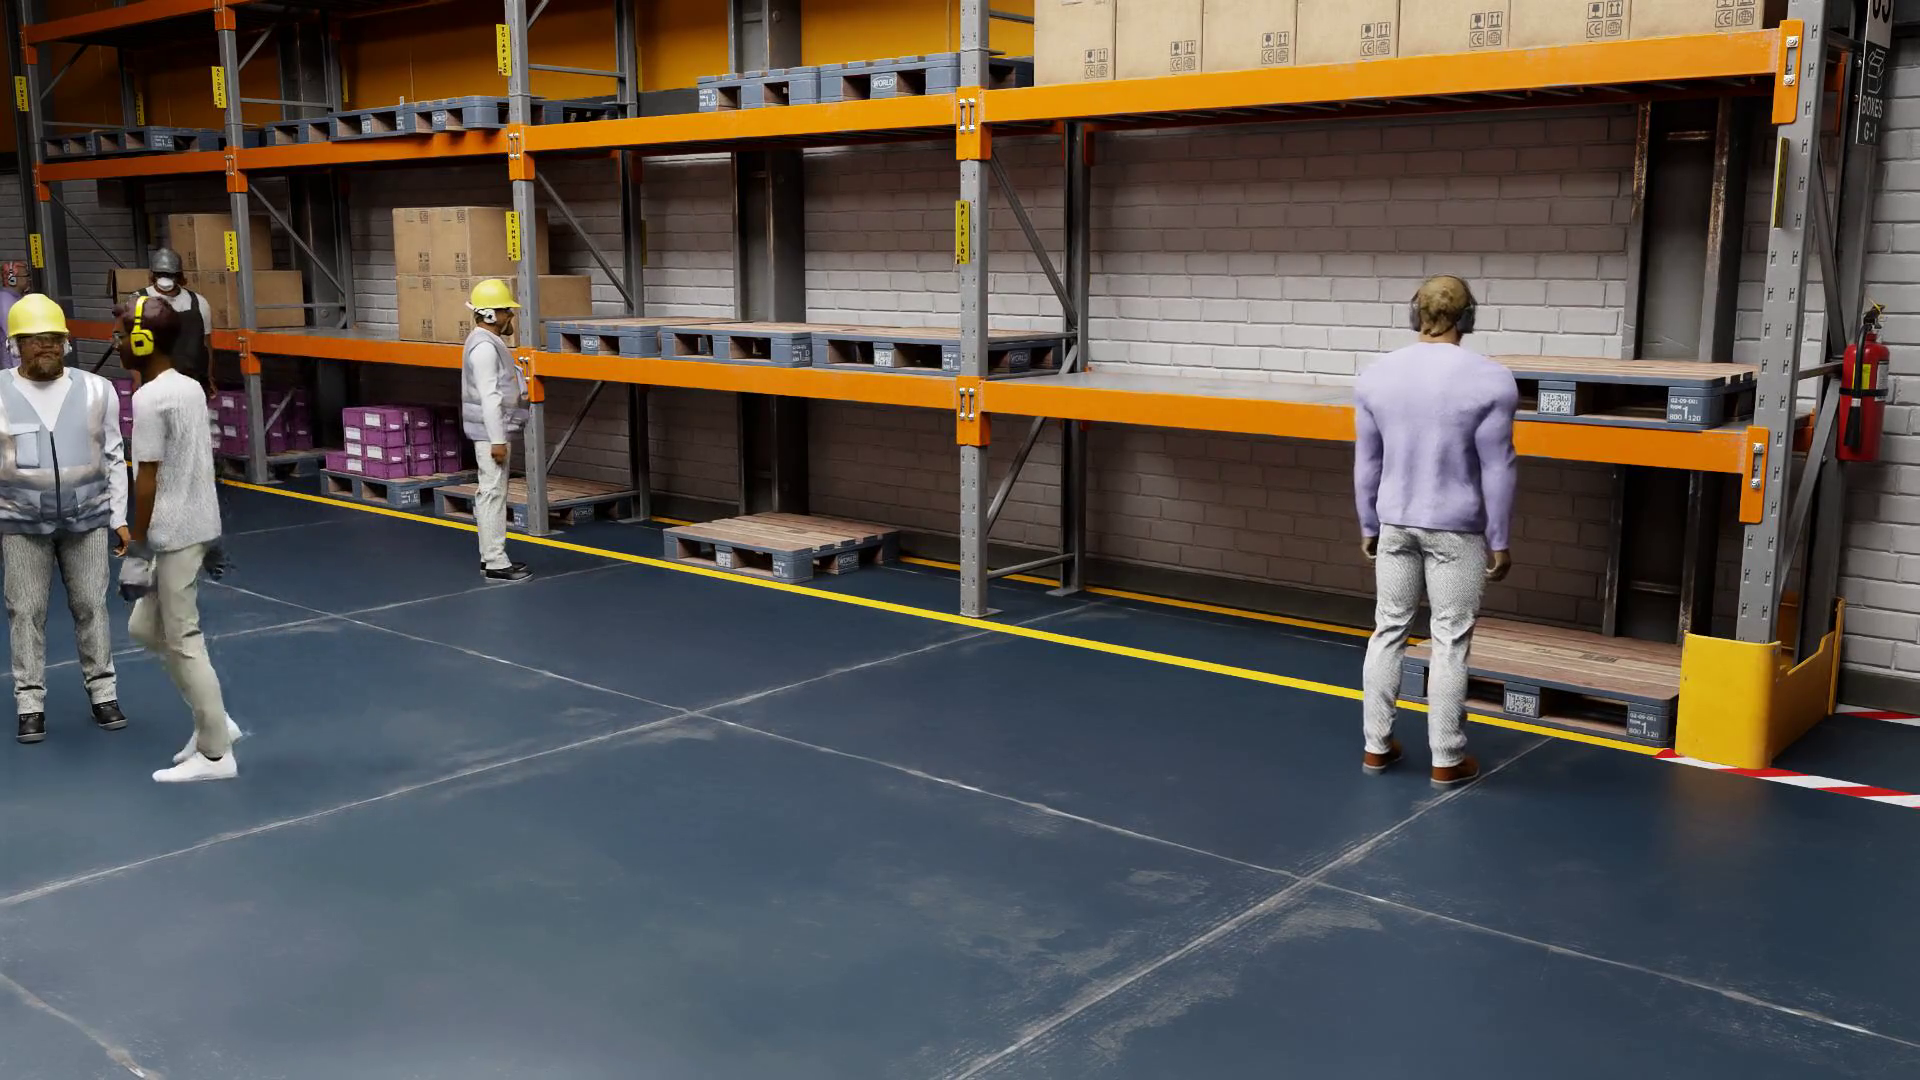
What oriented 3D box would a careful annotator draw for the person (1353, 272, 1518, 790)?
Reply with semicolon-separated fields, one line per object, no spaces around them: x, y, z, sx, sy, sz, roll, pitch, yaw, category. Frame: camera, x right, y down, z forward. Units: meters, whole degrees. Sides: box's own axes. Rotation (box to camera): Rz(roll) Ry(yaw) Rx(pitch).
1.774;-0.033;6.284;0.628;1.931;0.355;8;13;39;person

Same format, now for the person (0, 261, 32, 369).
-8.558;-1.589;15.209;0.409;1.907;0.651;-5;11;-27;person

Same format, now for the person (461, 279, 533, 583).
-2.817;-0.660;10.127;0.403;1.835;0.586;-3;10;-18;person

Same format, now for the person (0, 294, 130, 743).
-3.753;-0.092;6.886;0.593;1.837;0.403;-7;12;-36;person

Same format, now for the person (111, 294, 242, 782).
-2.963;0.017;6.230;0.432;1.854;0.512;-2;10;-12;person

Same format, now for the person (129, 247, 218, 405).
-6.213;-1.299;13.175;0.675;2.000;0.537;-9;14;-43;person
